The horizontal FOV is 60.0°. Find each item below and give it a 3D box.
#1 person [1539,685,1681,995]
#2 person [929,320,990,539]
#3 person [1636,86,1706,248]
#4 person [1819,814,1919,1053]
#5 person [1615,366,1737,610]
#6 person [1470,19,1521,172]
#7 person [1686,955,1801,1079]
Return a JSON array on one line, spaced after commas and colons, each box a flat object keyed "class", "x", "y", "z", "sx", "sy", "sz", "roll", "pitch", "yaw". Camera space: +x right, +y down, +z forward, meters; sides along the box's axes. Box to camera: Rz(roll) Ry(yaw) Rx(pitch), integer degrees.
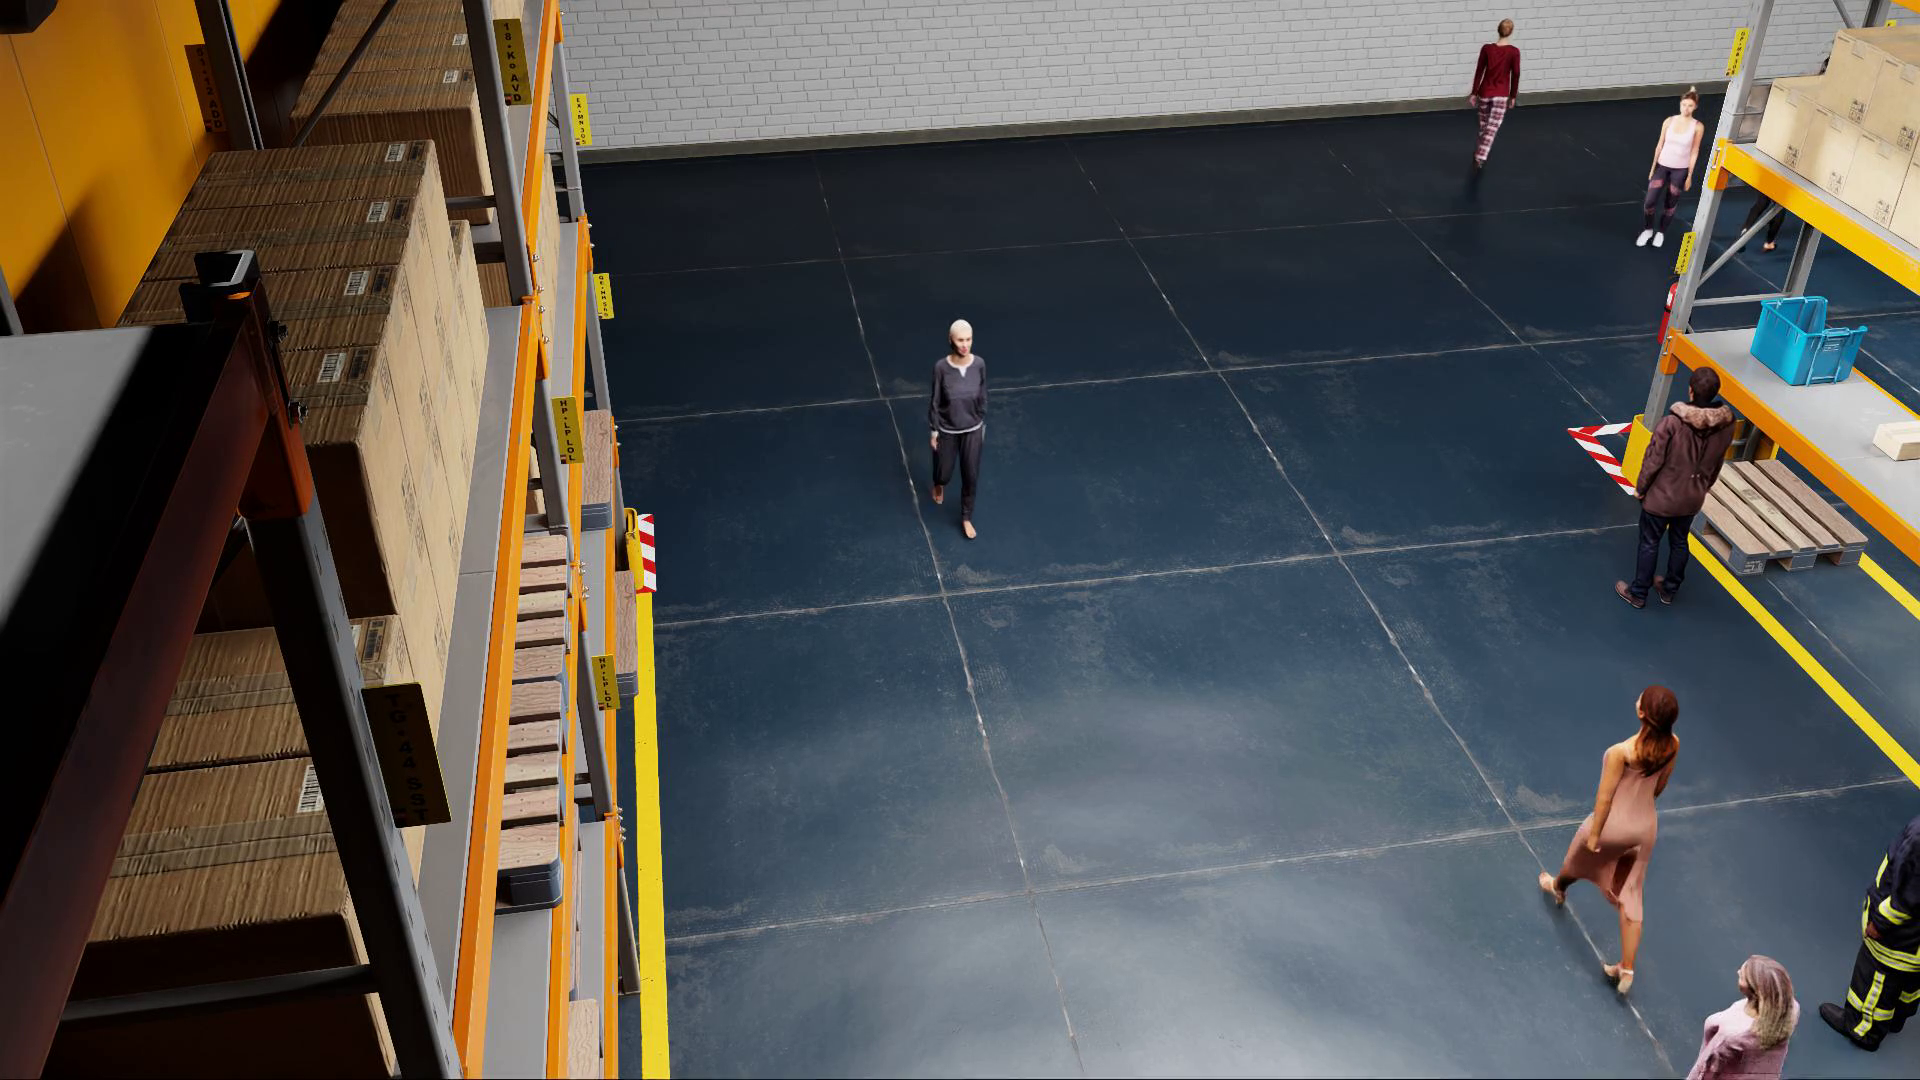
[{"class": "person", "x": 3.499, "y": 1.579, "z": 8.669, "sx": 0.620, "sy": 1.782, "sz": 1.109, "roll": -6, "pitch": 34, "yaw": -9}, {"class": "person", "x": -0.037, "y": -0.879, "z": 12.427, "sx": 0.653, "sy": 1.714, "sz": 0.845, "roll": -8, "pitch": 35, "yaw": -12}, {"class": "person", "x": 7.243, "y": -3.783, "z": 16.870, "sx": 0.702, "sy": 1.633, "sz": 0.756, "roll": 18, "pitch": 38, "yaw": 25}, {"class": "person", "x": 4.794, "y": 1.806, "z": 8.293, "sx": 0.805, "sy": 1.821, "sz": 0.753, "roll": -14, "pitch": 36, "yaw": -20}, {"class": "person", "x": 4.957, "y": -0.353, "z": 11.517, "sx": 0.738, "sy": 1.846, "sz": 0.638, "roll": -5, "pitch": 34, "yaw": -8}, {"class": "person", "x": 5.951, "y": -4.948, "z": 18.591, "sx": 1.011, "sy": 1.669, "sz": 1.125, "roll": 17, "pitch": 37, "yaw": 23}, {"class": "person", "x": 3.471, "y": 2.518, "z": 7.354, "sx": 0.681, "sy": 1.673, "sz": 0.674, "roll": -14, "pitch": 36, "yaw": -20}]
